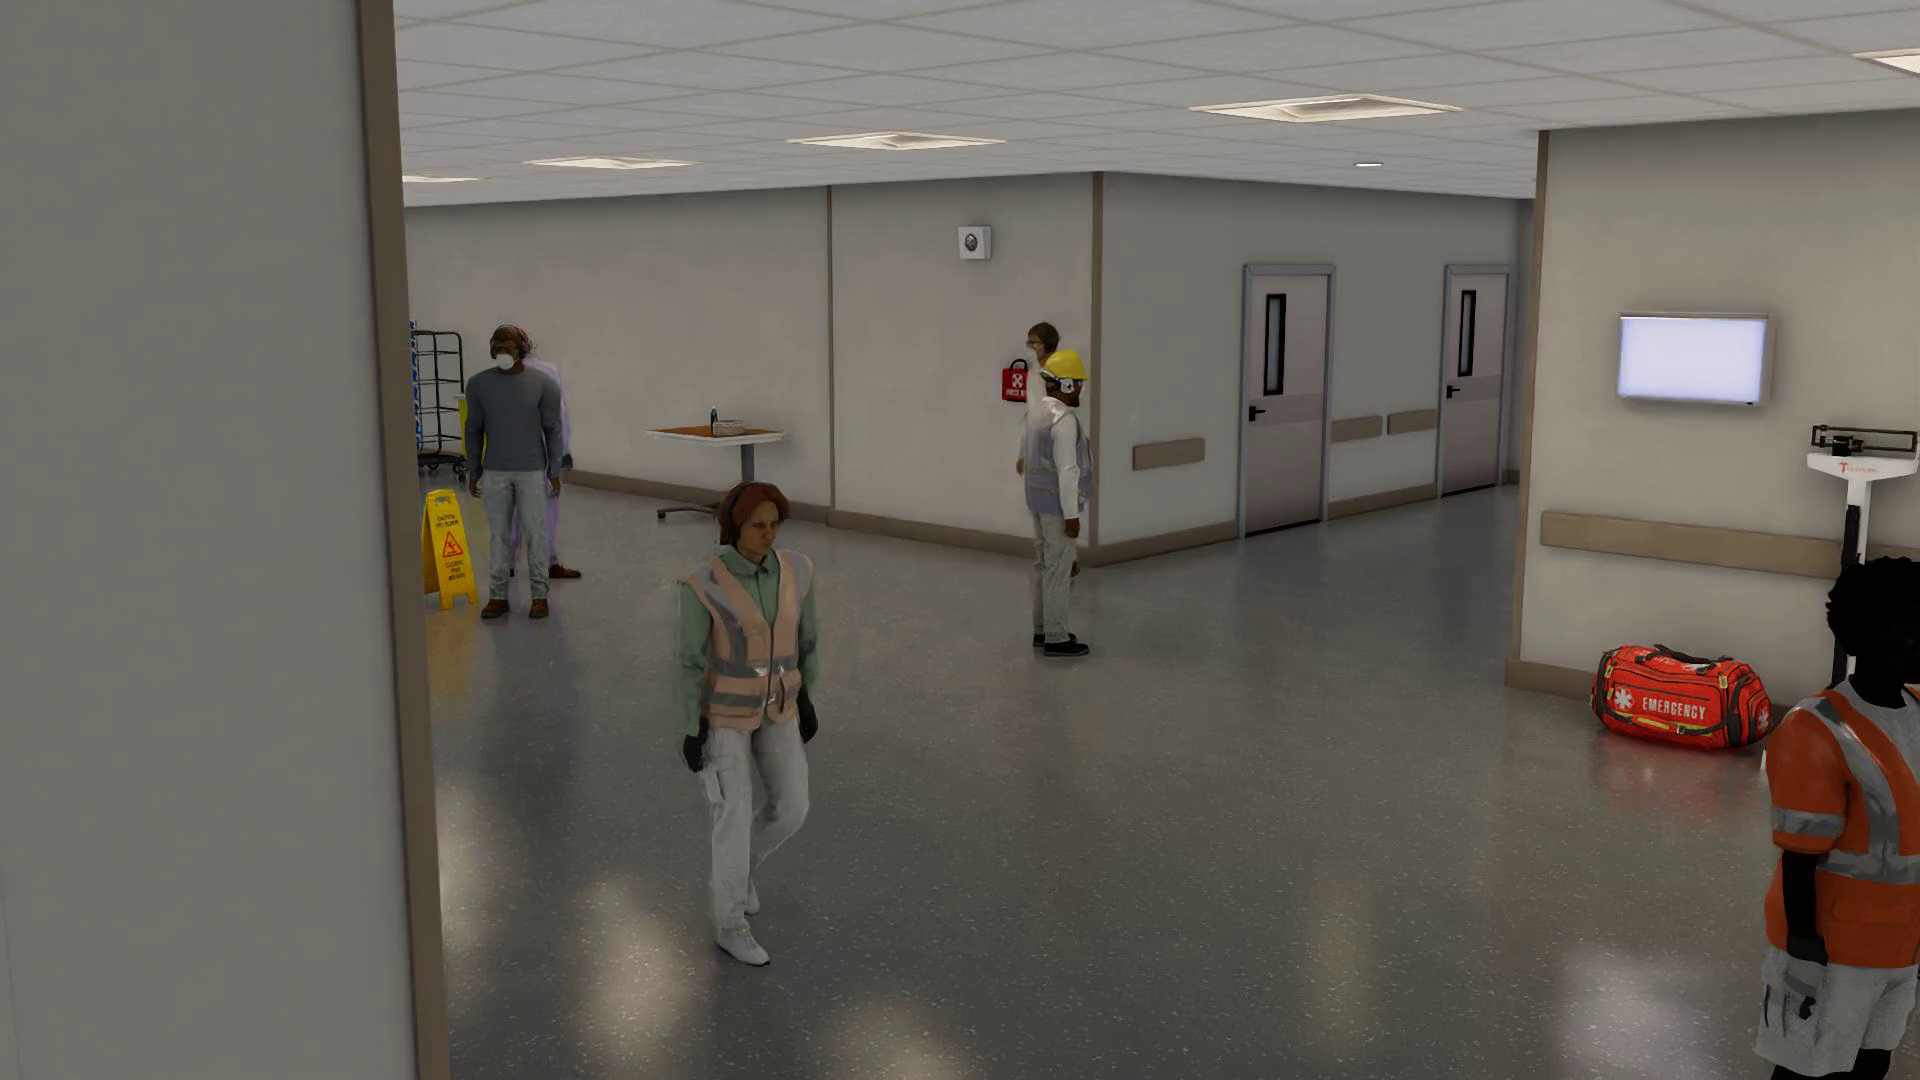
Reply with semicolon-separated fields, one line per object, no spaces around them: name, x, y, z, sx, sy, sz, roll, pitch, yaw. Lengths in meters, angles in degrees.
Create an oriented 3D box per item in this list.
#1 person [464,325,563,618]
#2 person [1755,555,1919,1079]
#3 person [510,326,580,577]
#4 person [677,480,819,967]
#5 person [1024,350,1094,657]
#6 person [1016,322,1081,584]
person;-2.932;-0.444;10.948;0.635;1.936;0.355;0;9;-1
person;1.953;0.871;3.627;0.535;1.697;0.318;-6;11;-31
person;-3.183;-0.645;12.406;0.730;1.875;0.394;4;10;23
person;-0.724;0.592;5.557;0.556;1.618;0.451;-8;12;-41
person;0.590;-0.218;9.927;0.403;1.824;0.590;-2;10;-15
person;0.639;-0.601;11.973;0.462;1.923;0.648;-3;10;-18
